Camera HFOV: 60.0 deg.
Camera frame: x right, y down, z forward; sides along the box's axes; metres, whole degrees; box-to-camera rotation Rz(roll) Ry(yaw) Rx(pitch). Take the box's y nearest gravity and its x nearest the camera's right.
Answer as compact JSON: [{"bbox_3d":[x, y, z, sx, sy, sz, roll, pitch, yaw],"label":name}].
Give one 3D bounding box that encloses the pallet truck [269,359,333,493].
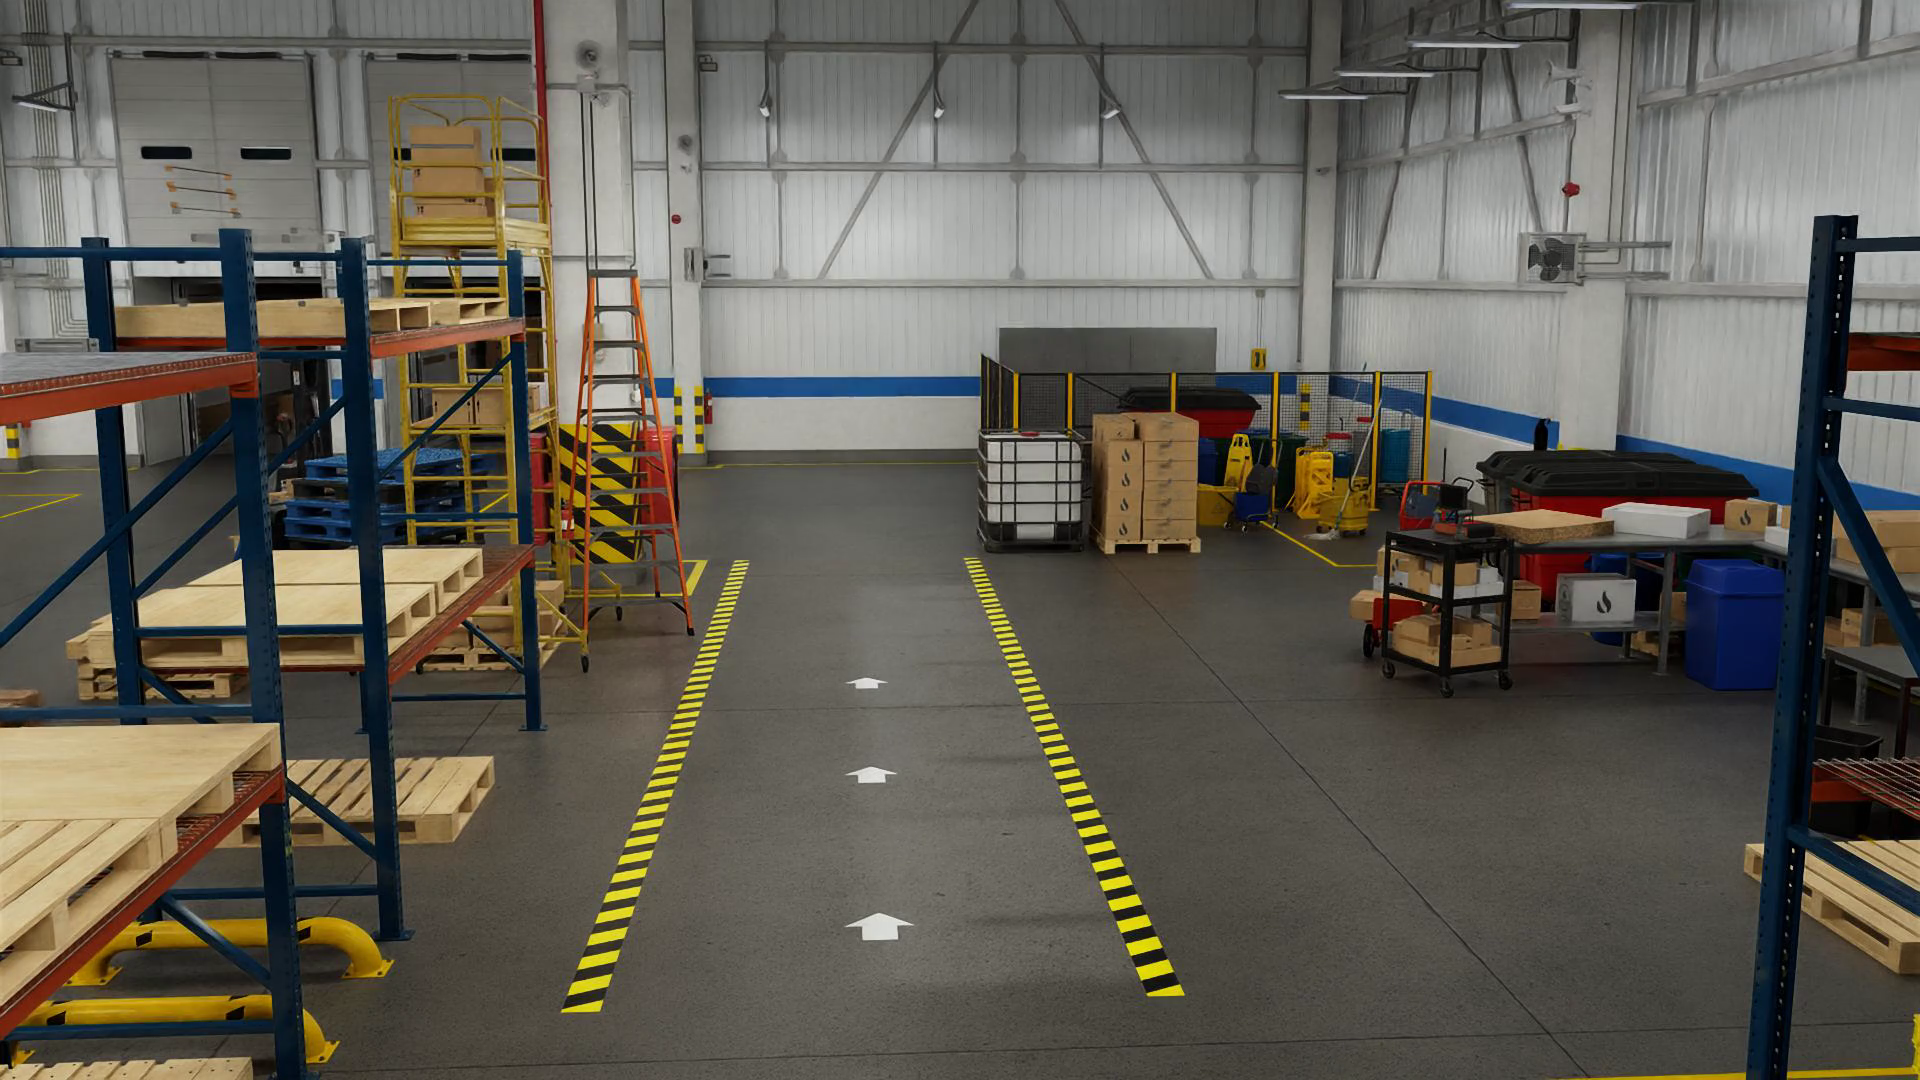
[{"bbox_3d":[-7.062,-1.131,18.996,1.885,1.965,0.823,2,9,13],"label":"pallet truck"}]
